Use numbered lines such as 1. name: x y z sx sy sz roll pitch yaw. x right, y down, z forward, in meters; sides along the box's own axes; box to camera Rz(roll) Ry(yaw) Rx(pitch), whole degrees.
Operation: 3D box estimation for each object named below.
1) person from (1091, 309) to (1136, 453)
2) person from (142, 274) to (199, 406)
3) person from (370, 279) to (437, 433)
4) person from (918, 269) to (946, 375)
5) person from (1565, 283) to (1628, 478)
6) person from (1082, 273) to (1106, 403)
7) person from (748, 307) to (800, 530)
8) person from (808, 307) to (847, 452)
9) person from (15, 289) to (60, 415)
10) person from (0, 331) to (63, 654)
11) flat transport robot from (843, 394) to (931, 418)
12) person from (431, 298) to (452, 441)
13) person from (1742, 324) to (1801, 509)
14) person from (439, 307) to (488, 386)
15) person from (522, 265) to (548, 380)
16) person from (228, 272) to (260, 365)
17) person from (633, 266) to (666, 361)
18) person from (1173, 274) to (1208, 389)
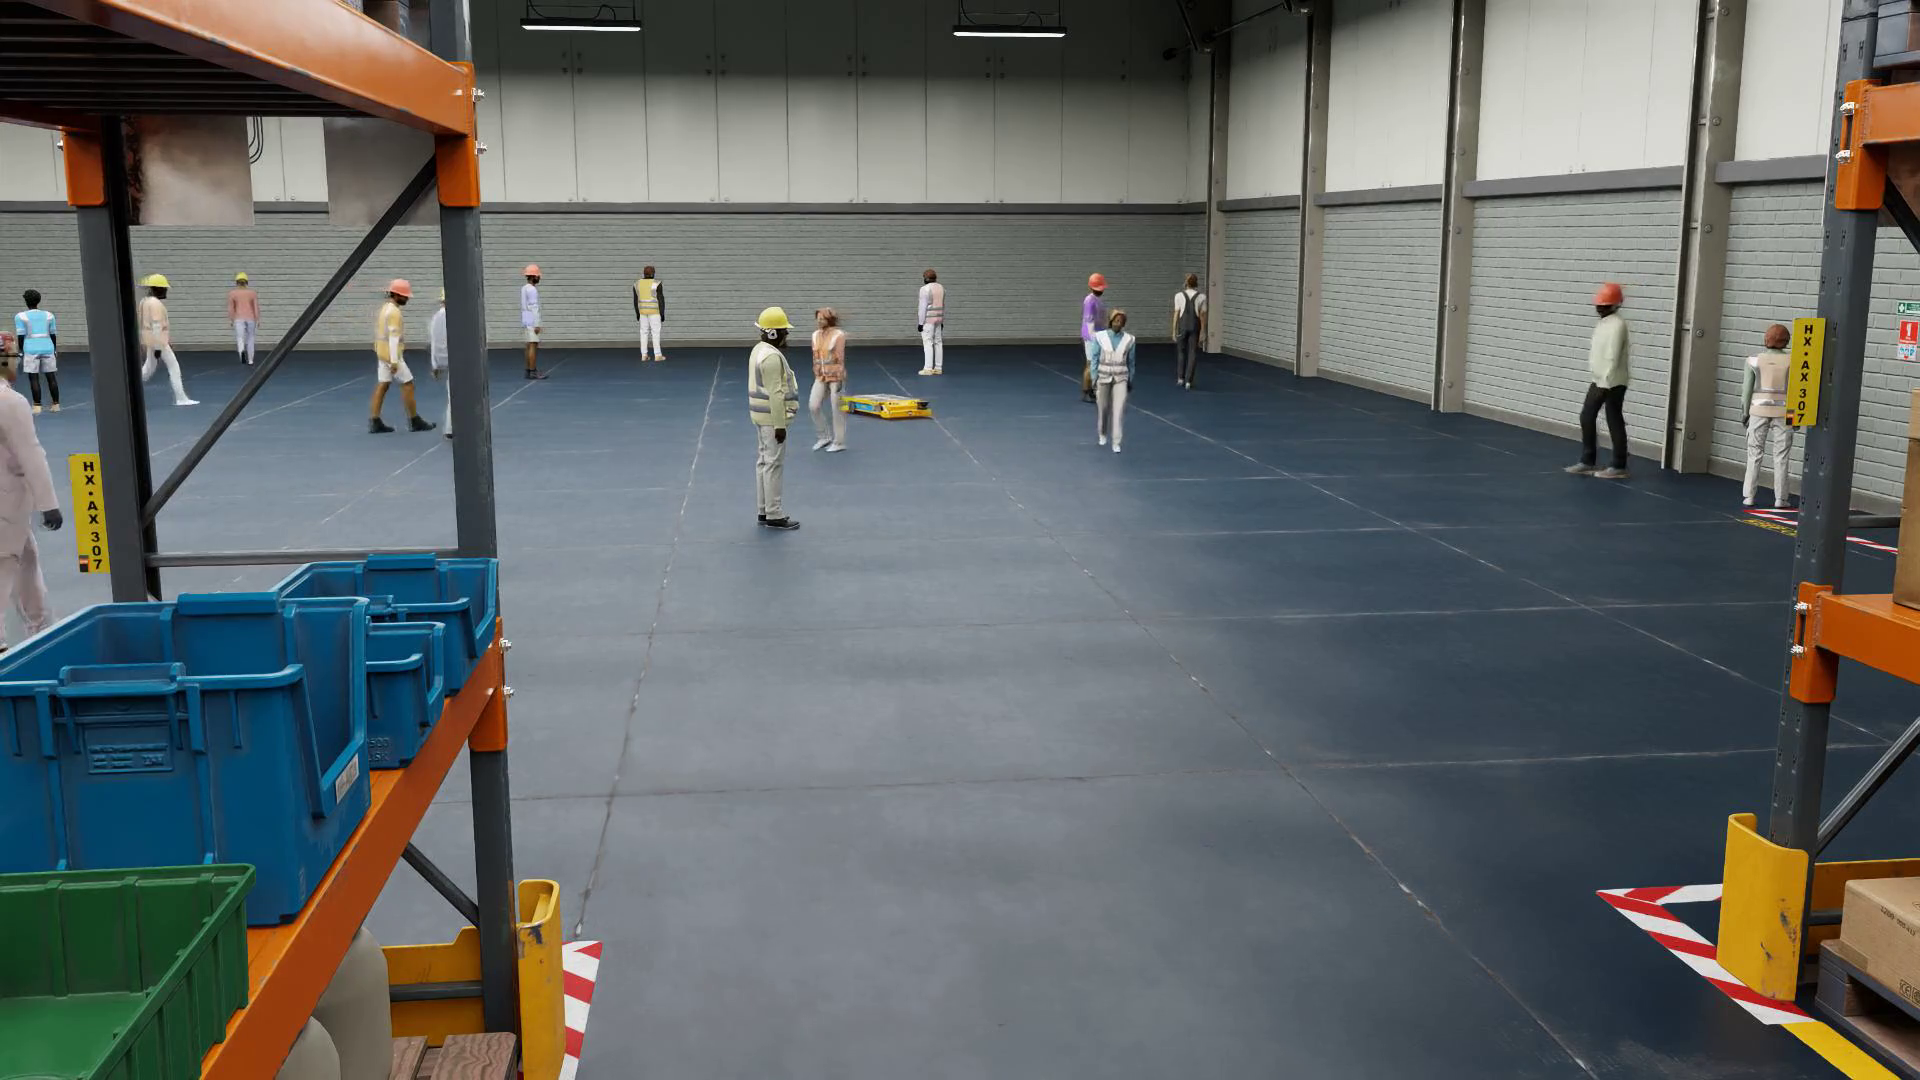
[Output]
1. person: 1.722 -1.817 18.819 0.516 1.605 0.772 0 10 1
2. person: -11.414 -2.818 23.548 0.947 1.888 0.592 -9 13 -39
3. person: -6.893 -2.254 20.465 0.896 1.879 0.642 -7 12 -33
4. person: -0.518 -3.804 29.080 0.429 1.840 0.633 9 13 39
5. person: 6.386 -1.565 16.494 0.676 1.950 0.646 0 10 -2
6. person: 1.978 -2.944 24.269 0.402 1.891 0.738 3 11 17
7. person: -1.533 -1.003 13.743 0.404 1.830 0.602 -4 11 -19
8. person: -1.472 -1.779 18.558 0.527 1.621 0.444 8 13 36
9. person: -12.519 -2.546 22.573 0.317 1.694 0.540 7 13 35
10. person: -5.346 -0.249 9.498 0.675 1.873 0.861 6 12 31
11. flat transport robot: -1.035 -1.831 22.561 0.652 0.197 1.431 -6 12 -31
12. person: -5.913 -2.095 19.798 0.632 1.799 0.776 6 12 31
13. person: 7.208 -1.092 14.767 0.512 1.638 0.307 6 12 31
14. person: -5.913 -2.162 19.849 0.559 1.918 0.404 -4 11 -21
15. person: -7.210 -3.684 28.154 0.373 1.934 0.551 -6 12 -28
16. person: -13.410 -4.140 31.179 0.529 1.749 0.641 -4 11 -22
17. person: -6.027 -4.410 32.401 0.635 1.840 0.429 3 11 17
18. person: 3.700 -3.353 26.692 0.545 1.804 0.911 2 10 9
